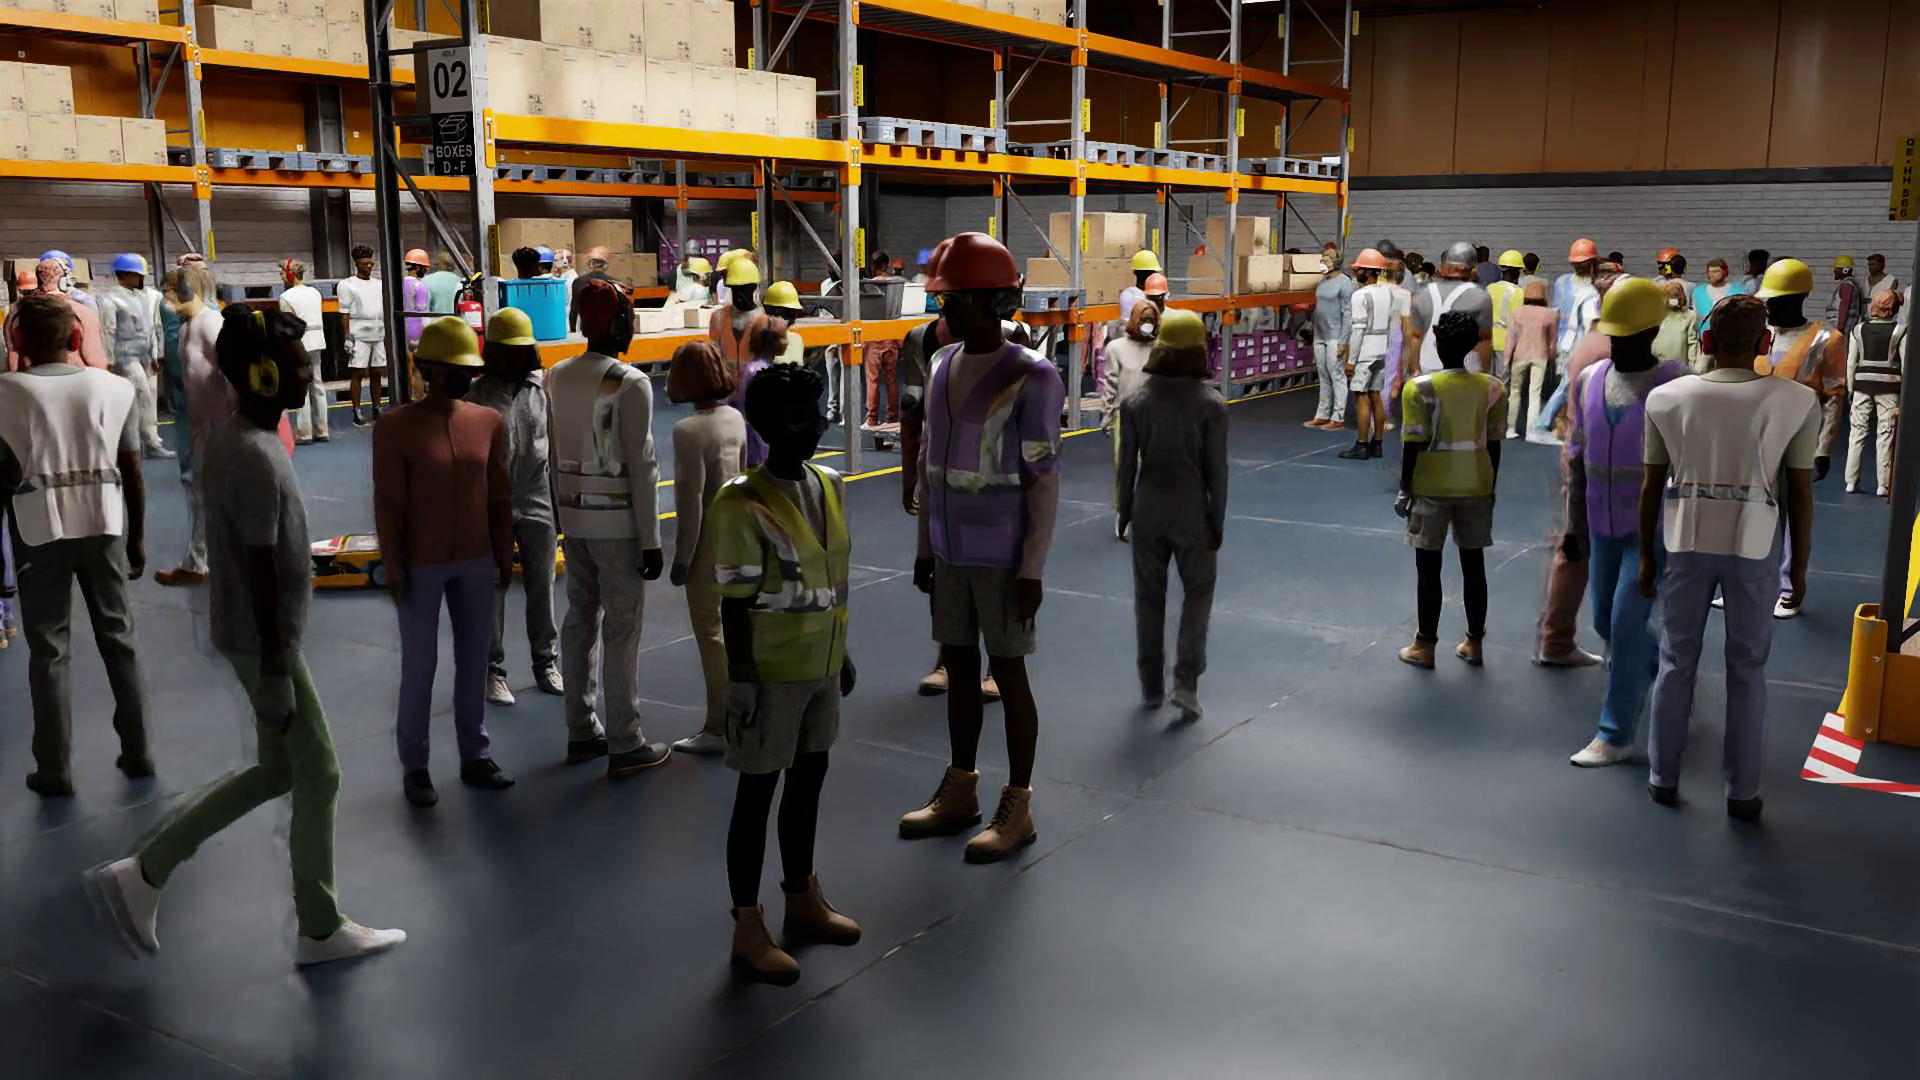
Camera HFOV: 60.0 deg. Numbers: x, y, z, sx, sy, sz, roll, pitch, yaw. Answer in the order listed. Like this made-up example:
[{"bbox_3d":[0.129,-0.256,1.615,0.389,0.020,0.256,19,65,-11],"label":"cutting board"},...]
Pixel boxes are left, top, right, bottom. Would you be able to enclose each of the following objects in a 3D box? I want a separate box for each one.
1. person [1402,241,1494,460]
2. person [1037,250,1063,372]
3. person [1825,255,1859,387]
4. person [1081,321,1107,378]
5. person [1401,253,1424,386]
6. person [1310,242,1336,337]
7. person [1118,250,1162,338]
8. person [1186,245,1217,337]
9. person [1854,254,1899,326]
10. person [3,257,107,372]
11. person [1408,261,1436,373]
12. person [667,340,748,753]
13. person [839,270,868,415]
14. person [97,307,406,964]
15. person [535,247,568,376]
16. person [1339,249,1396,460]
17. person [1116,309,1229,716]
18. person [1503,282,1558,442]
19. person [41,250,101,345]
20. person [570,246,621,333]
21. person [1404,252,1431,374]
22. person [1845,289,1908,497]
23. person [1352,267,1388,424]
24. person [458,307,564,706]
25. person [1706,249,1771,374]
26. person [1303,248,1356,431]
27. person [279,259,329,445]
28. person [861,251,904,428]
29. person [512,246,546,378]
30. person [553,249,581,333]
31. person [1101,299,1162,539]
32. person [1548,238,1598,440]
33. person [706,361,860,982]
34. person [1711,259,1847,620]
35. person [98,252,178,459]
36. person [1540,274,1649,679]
[{"bbox_3d":[3.996,-1.420,13.500,0.656,2.000,0.694,-9,14,-41],"label":"person"},{"bbox_3d":[1.370,-3.497,25.455,0.338,1.881,0.570,8,13,38],"label":"person"},{"bbox_3d":[12.029,-2.972,22.705,0.403,1.824,0.594,6,12,29],"label":"person"},{"bbox_3d":[2.007,-3.359,24.414,0.414,1.986,0.637,-8,13,-37],"label":"person"},{"bbox_3d":[6.243,-3.047,23.070,0.346,1.842,0.506,3,11,14],"label":"person"},{"bbox_3d":[6.225,-4.056,28.275,0.609,1.986,0.412,-4,11,-19],"label":"person"},{"bbox_3d":[1.629,-1.633,14.988,0.371,1.929,0.584,6,12,29],"label":"person"},{"bbox_3d":[3.676,-3.514,25.385,0.549,1.936,0.377,-3,11,-19],"label":"person"},{"bbox_3d":[12.595,-3.008,22.885,0.396,1.830,0.576,-4,11,-23],"label":"person"},{"bbox_3d":[-5.975,-0.921,11.110,0.643,1.908,0.399,1,10,5],"label":"person"},{"bbox_3d":[7.059,-3.358,25.179,0.318,1.698,0.540,-8,13,-36],"label":"person"},{"bbox_3d":[-0.994,0.030,6.595,0.268,1.632,0.507,4,11,19],"label":"person"},{"bbox_3d":[-1.177,-2.294,19.291,0.534,1.698,0.322,1,10,5],"label":"person"},{"bbox_3d":[-1.965,0.297,4.532,0.689,1.853,0.514,-6,12,-30],"label":"person"},{"bbox_3d":[-4.500,-2.218,18.176,0.388,1.947,0.614,3,11,14],"label":"person"},{"bbox_3d":[3.756,-1.708,15.369,0.551,1.940,0.349,-9,14,-41],"label":"person"},{"bbox_3d":[0.898,-0.114,7.126,0.513,1.746,0.383,4,11,23],"label":"person"},{"bbox_3d":[5.799,-1.820,16.940,0.522,1.593,0.798,3,11,14],"label":"person"},{"bbox_3d":[-7.370,-1.418,13.771,0.608,1.939,0.418,4,11,22],"label":"person"},{"bbox_3d":[-4.274,-2.479,19.637,0.636,1.954,0.787,-3,11,-18],"label":"person"},{"bbox_3d":[6.552,-3.254,24.214,0.622,1.845,0.429,5,11,26],"label":"person"},{"bbox_3d":[7.271,-1.159,13.165,0.309,1.641,0.512,-7,13,-35],"label":"person"},{"bbox_3d":[4.586,-2.124,18.249,0.385,1.736,0.564,-3,11,-16],"label":"person"},{"bbox_3d":[-1.936,-0.144,7.278,0.484,1.736,0.322,-7,13,-36],"label":"person"},{"bbox_3d":[10.057,-2.821,21.621,0.895,1.924,0.621,2,10,8],"label":"person"},{"bbox_3d":[3.952,-2.133,17.732,0.371,1.941,0.627,-4,11,-19],"label":"person"},{"bbox_3d":[-6.489,-1.848,16.448,0.394,1.836,0.560,3,11,14],"label":"person"},{"bbox_3d":[-0.825,-2.109,17.700,0.598,1.908,0.400,-8,13,-38],"label":"person"},{"bbox_3d":[-3.909,-1.664,15.056,0.361,1.963,0.613,1,10,5],"label":"person"},{"bbox_3d":[-4.871,-2.624,20.541,0.407,1.910,0.638,-5,11,-26],"label":"person"},{"bbox_3d":[1.231,-0.801,11.194,0.533,1.618,0.460,0,10,-1],"label":"person"},{"bbox_3d":[6.186,-1.988,16.663,0.605,2.035,0.389,9,14,41],"label":"person"},{"bbox_3d":[-0.474,0.352,4.631,0.316,1.695,0.542,6,12,31],"label":"person"},{"bbox_3d":[4.402,-0.535,8.930,0.391,1.919,0.589,-7,12,-34],"label":"person"},{"bbox_3d":[-7.729,-1.694,15.364,0.858,1.924,0.605,1,10,3],"label":"person"},{"bbox_3d":[3.081,-0.283,7.687,0.702,1.865,0.632,2,10,9],"label":"person"}]
